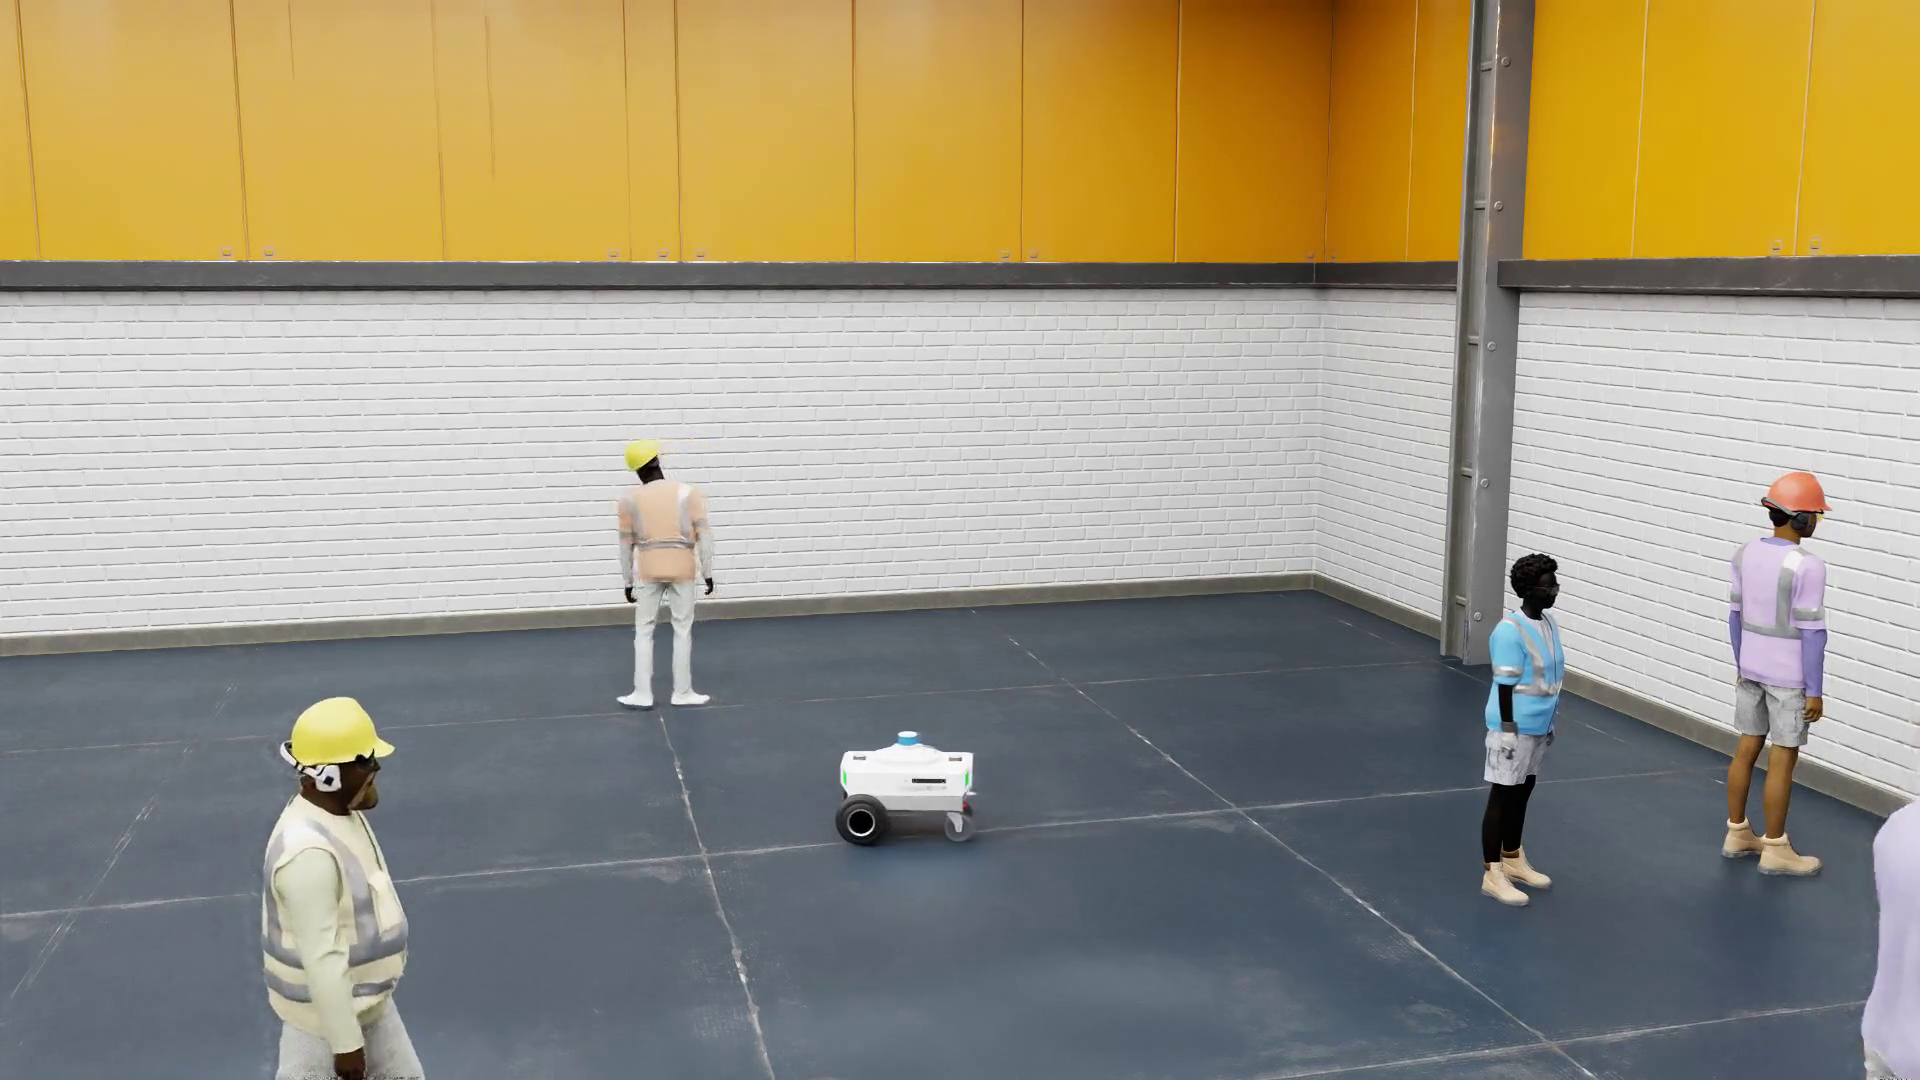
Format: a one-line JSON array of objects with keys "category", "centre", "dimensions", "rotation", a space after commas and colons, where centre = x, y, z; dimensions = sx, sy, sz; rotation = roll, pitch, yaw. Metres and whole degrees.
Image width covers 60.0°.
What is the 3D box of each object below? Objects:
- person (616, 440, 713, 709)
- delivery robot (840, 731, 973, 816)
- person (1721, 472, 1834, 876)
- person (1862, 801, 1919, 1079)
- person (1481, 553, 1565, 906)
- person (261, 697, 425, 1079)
[{"category": "person", "centre": [-2.066, 0.251, 11.572], "dimensions": [0.694, 1.883, 0.376], "rotation": [0, 9, -3]}, {"category": "delivery robot", "centre": [-0.280, 1.278, 8.977], "dimensions": [0.707, 0.478, 0.477], "rotation": [0, 9, 2]}, {"category": "person", "centre": [4.161, 0.669, 8.436], "dimensions": [0.377, 2.044, 0.608], "rotation": [-2, 9, -14]}, {"category": "person", "centre": [2.677, 1.380, 4.386], "dimensions": [0.767, 1.912, 0.652], "rotation": [0, 9, -1]}, {"category": "person", "centre": [2.737, 0.899, 8.076], "dimensions": [0.321, 1.697, 0.530], "rotation": [8, 12, 42]}, {"category": "person", "centre": [-1.924, 1.350, 4.995], "dimensions": [0.922, 1.794, 0.610], "rotation": [-2, 9, -11]}]
